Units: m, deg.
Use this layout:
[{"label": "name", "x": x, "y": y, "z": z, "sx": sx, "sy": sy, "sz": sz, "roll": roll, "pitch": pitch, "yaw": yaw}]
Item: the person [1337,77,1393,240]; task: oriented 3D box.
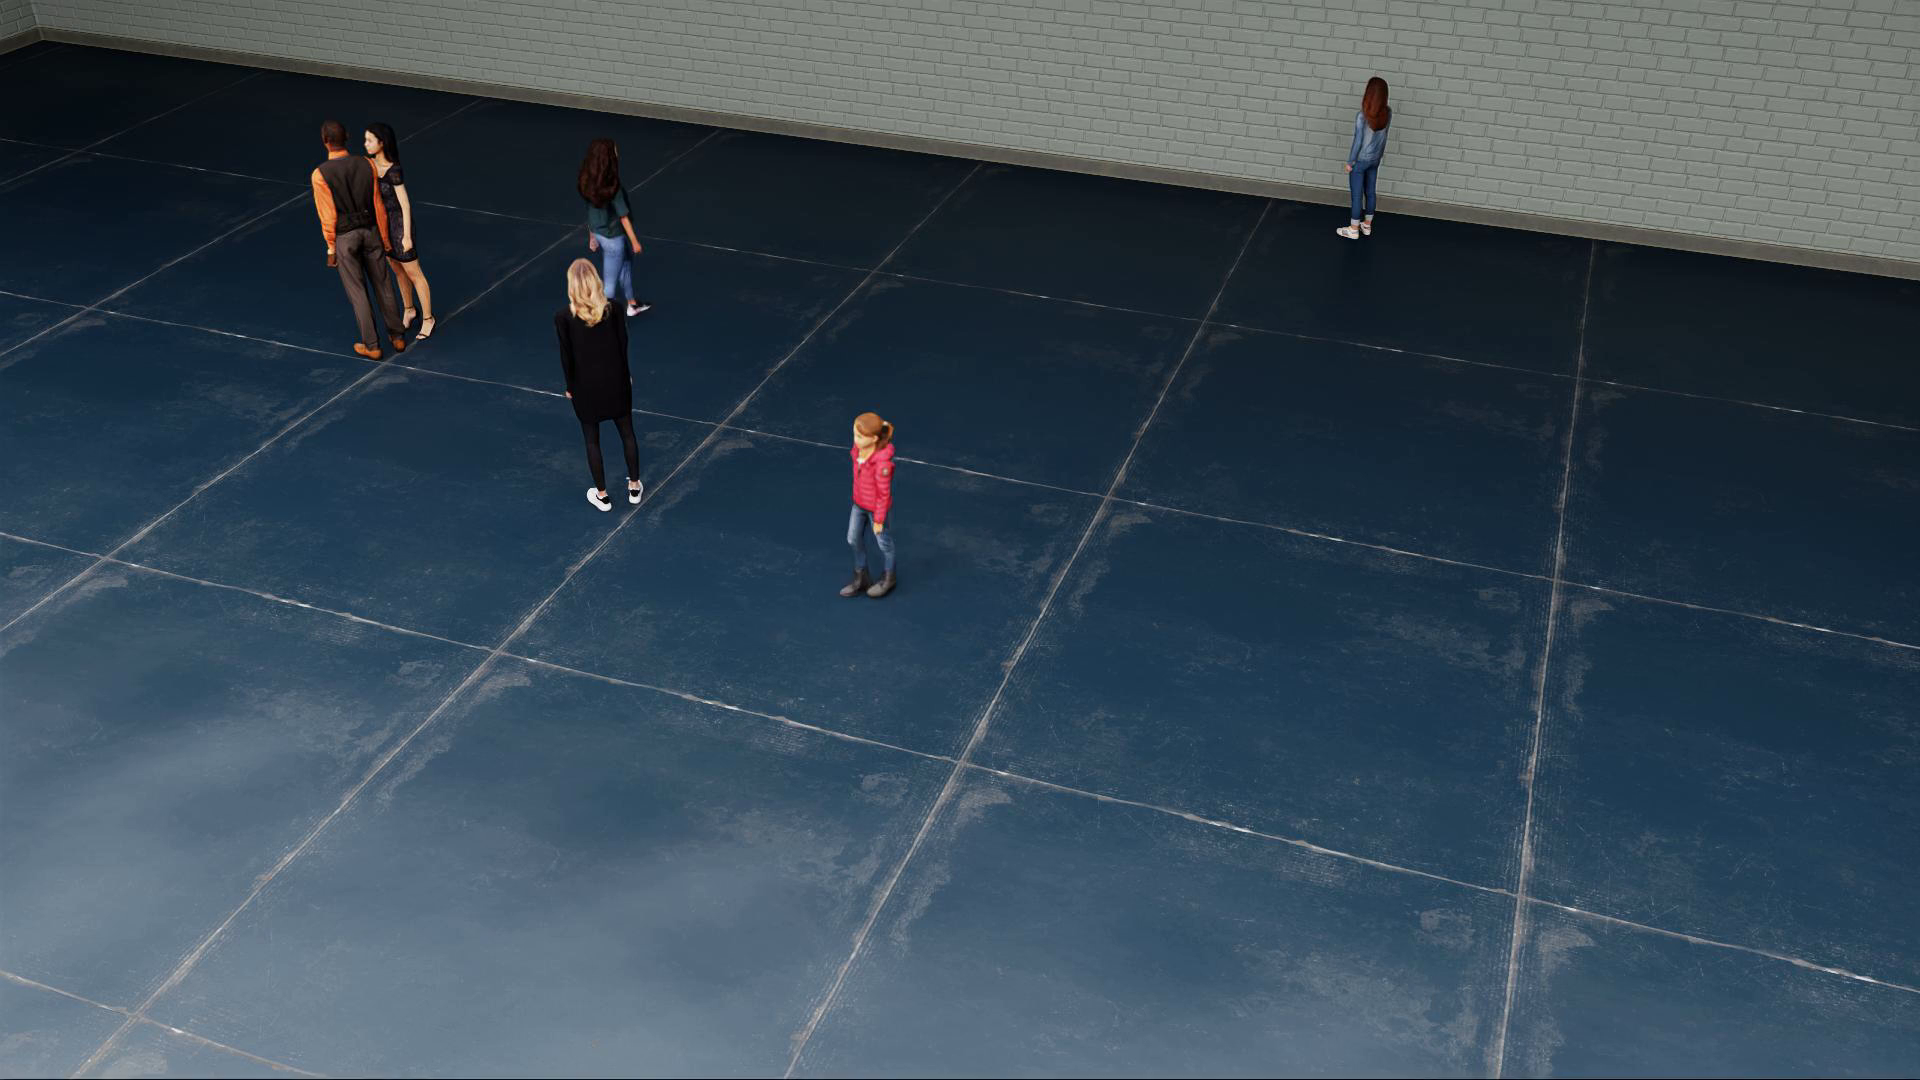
[{"label": "person", "x": 3.694, "y": -3.472, "z": 15.118, "sx": 0.620, "sy": 1.476, "sz": 0.708, "roll": -19, "pitch": 38, "yaw": -27}]

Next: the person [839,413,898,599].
[{"label": "person", "x": -0.482, "y": -0.228, "z": 10.285, "sx": 0.722, "sy": 1.307, "sz": 0.663, "roll": -24, "pitch": 40, "yaw": -32}]

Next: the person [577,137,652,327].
[{"label": "person", "x": -2.873, "y": -2.409, "z": 13.375, "sx": 0.919, "sy": 1.594, "sz": 0.801, "roll": -25, "pitch": 41, "yaw": -33}]

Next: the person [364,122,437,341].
[{"label": "person", "x": -4.486, "y": -2.461, "z": 13.275, "sx": 0.651, "sy": 1.791, "sz": 0.622, "roll": 26, "pitch": 41, "yaw": 34}]

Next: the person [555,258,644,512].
[{"label": "person", "x": -2.394, "y": -1.022, "z": 11.053, "sx": 0.670, "sy": 1.801, "sz": 0.723, "roll": -13, "pitch": 35, "yaw": -19}]

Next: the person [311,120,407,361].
[{"label": "person", "x": -4.699, "y": -2.336, "z": 12.976, "sx": 0.724, "sy": 1.907, "sz": 0.855, "roll": -27, "pitch": 42, "yaw": -35}]
